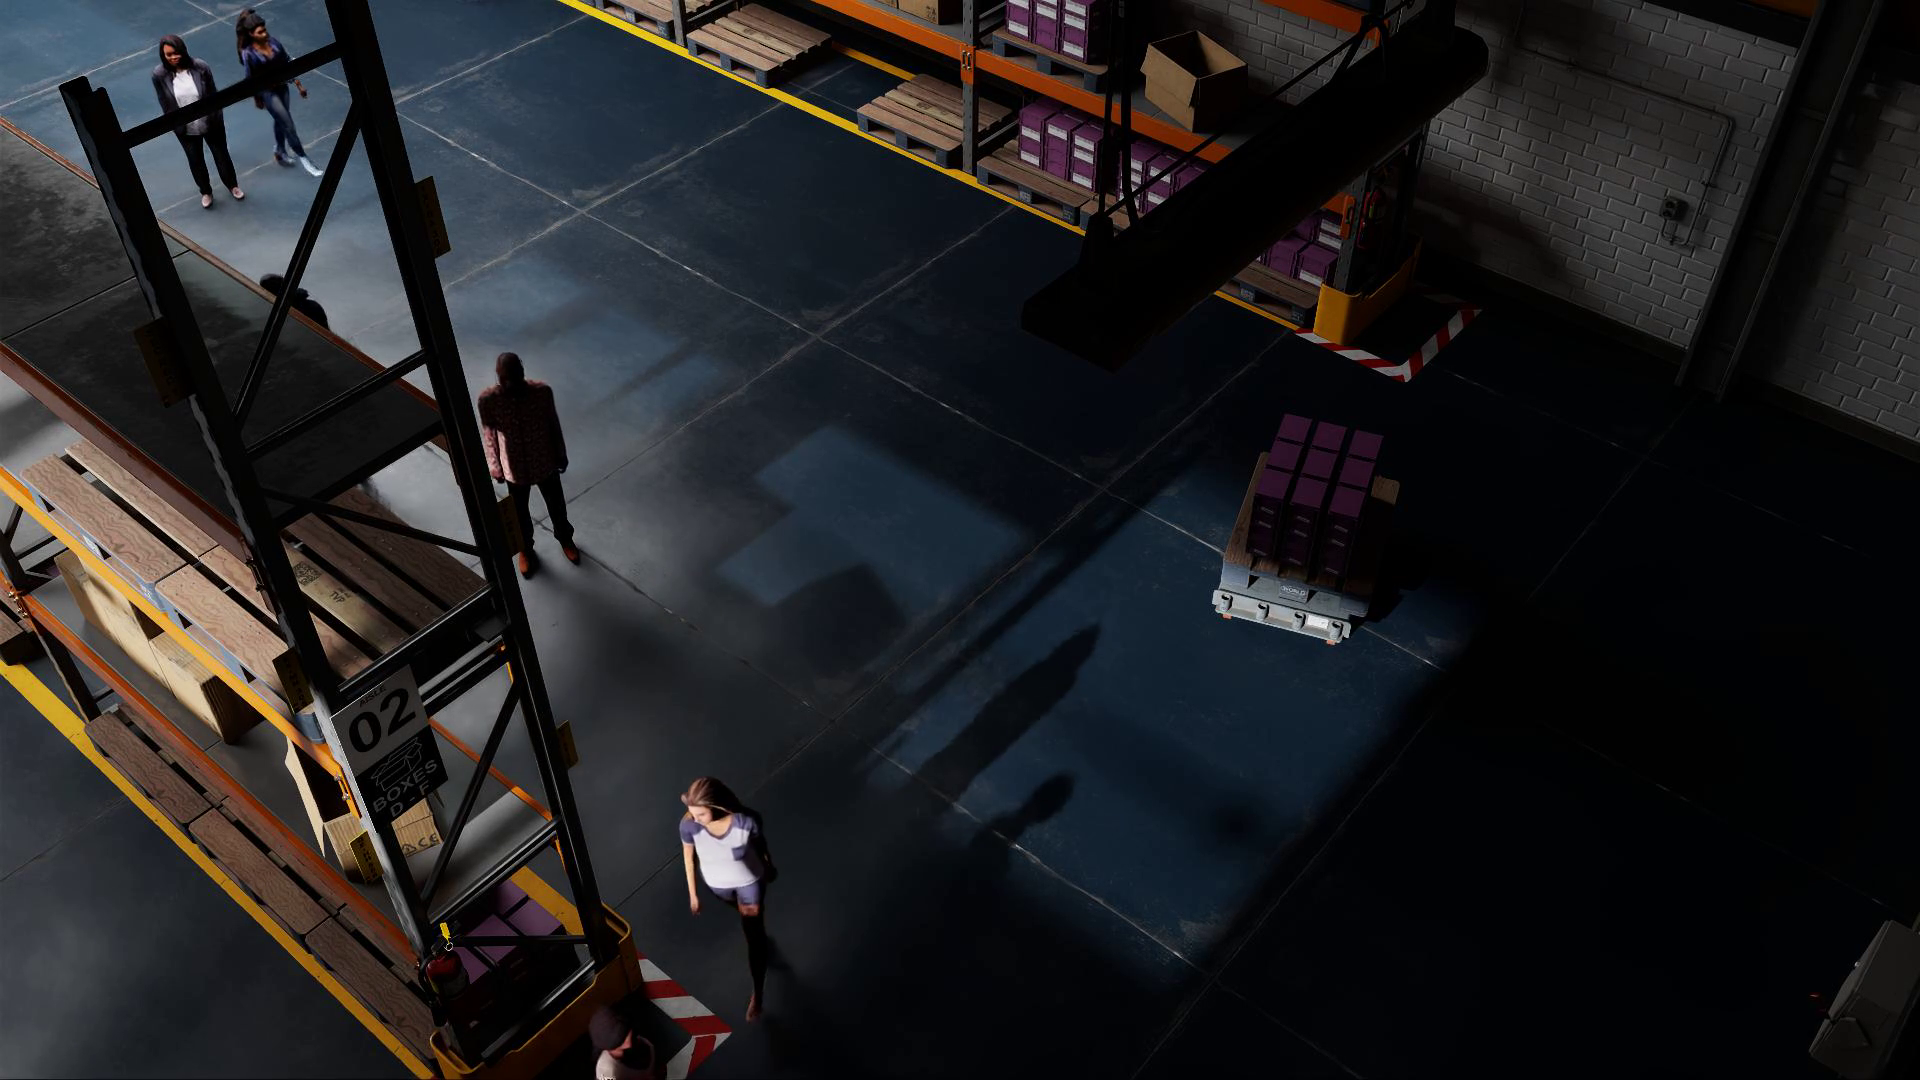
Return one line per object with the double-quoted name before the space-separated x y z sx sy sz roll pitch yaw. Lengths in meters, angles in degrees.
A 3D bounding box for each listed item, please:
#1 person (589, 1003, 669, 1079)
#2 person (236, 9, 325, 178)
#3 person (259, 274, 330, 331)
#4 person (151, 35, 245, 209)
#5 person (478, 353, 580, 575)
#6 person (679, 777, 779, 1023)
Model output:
"person" -1.677 2.760 8.080 0.804 1.733 0.740 -6 44 -6
"person" -6.428 -4.168 15.456 0.989 1.589 0.751 19 47 19
"person" -4.808 -1.237 12.333 0.832 1.654 1.068 -25 49 -24
"person" -6.916 -3.805 15.069 0.759 1.598 0.772 -22 48 -21
"person" -2.989 -0.569 11.521 0.769 1.807 0.778 -13 45 -13
"person" -1.231 1.778 9.151 1.009 1.678 1.024 -1 44 -1
